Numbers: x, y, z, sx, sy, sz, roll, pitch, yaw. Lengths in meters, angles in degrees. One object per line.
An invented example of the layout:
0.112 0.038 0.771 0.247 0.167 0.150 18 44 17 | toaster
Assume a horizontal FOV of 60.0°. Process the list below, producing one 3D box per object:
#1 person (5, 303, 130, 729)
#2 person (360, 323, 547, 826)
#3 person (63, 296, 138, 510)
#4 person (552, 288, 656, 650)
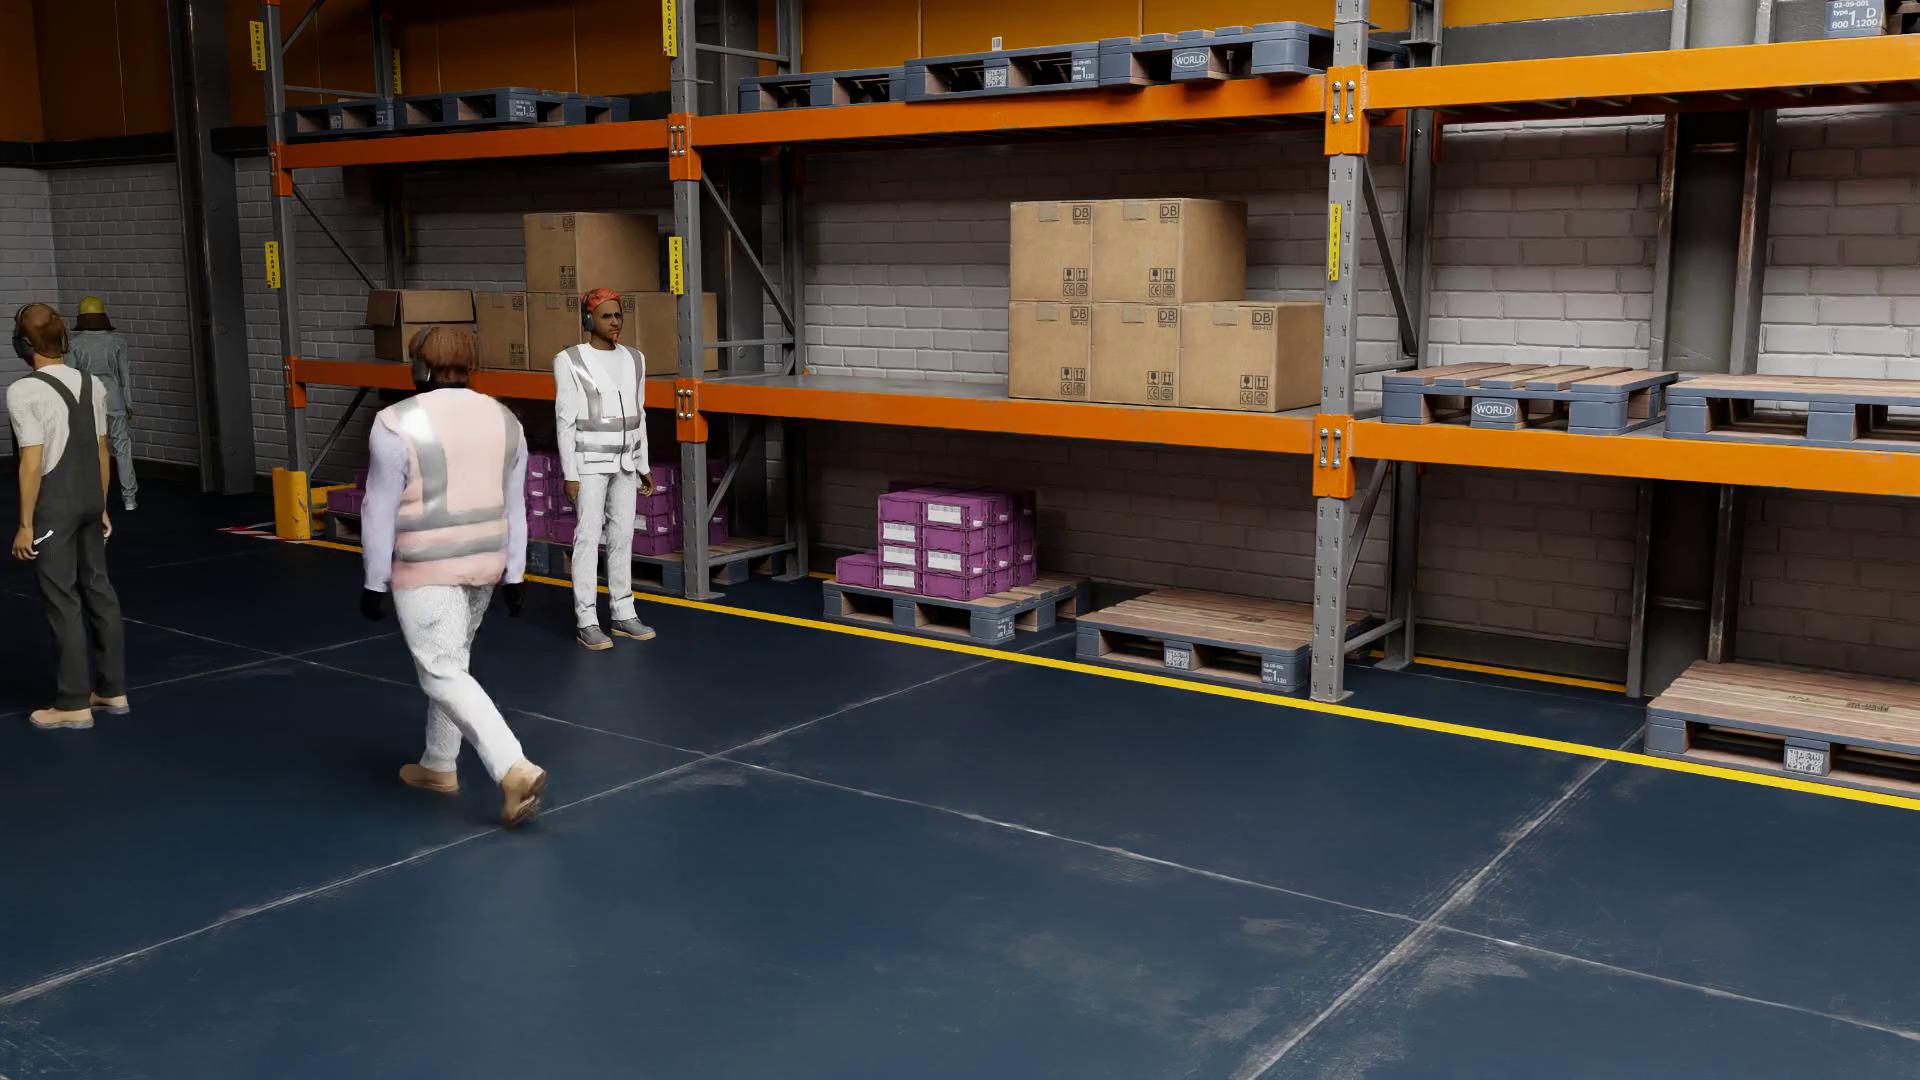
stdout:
-3.895 -0.098 7.237 0.335 1.841 0.531 2 10 13 | person
-1.819 0.117 6.056 0.889 1.805 0.616 6 11 32 | person
-6.943 -1.090 13.423 0.488 1.740 0.318 -7 12 -35 | person
-1.856 -0.376 8.747 0.354 1.883 0.576 7 12 38 | person
